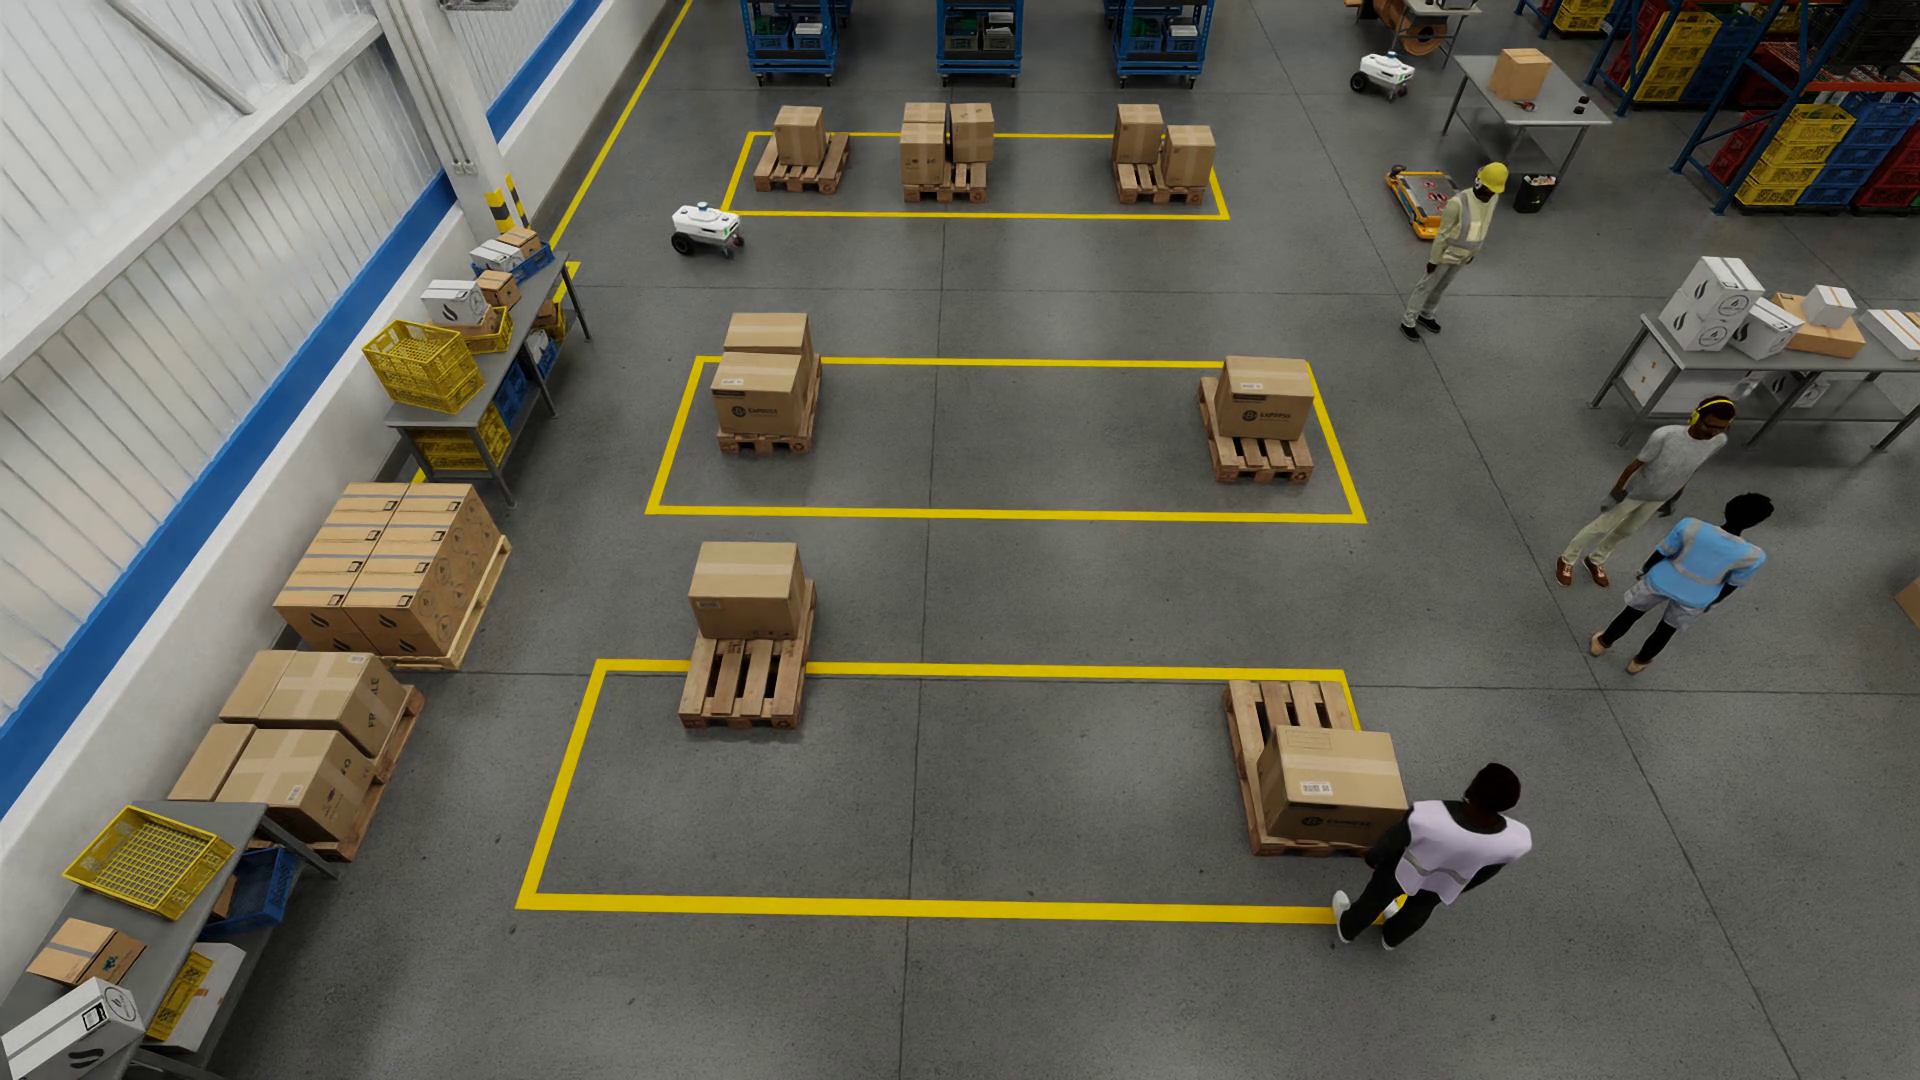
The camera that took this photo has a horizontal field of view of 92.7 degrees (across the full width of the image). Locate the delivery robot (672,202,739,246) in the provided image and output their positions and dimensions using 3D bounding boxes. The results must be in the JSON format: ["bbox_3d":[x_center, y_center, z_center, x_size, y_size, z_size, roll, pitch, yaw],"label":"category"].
[{"bbox_3d":[-2.862,-3.575,10.360,0.707,0.478,0.477,13,51,12],"label":"delivery robot"}]

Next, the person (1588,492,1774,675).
[{"bbox_3d":[4.944,0.316,6.302,0.537,1.698,0.320,35,57,26],"label":"person"}]

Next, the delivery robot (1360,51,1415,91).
[{"bbox_3d":[6.070,-6.689,13.056,0.477,0.478,0.707,-32,56,-24],"label":"delivery robot"}]

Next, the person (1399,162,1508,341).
[{"bbox_3d":[4.807,-2.796,8.916,0.586,1.822,0.403,-21,52,-17],"label":"person"}]

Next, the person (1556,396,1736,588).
[{"bbox_3d":[5.050,-0.325,6.751,0.535,1.863,0.309,2,49,2],"label":"person"}]

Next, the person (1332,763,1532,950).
[{"bbox_3d":[2.498,1.761,4.918,0.580,1.911,0.393,10,50,9],"label":"person"}]

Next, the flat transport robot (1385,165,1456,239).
[{"bbox_3d":[5.692,-4.094,11.059,0.652,0.197,1.431,1,49,1],"label":"flat transport robot"}]

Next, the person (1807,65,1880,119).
[{"bbox_3d":[11.911,-6.403,11.998,0.341,1.883,0.587,-19,52,-16],"label":"person"}]
